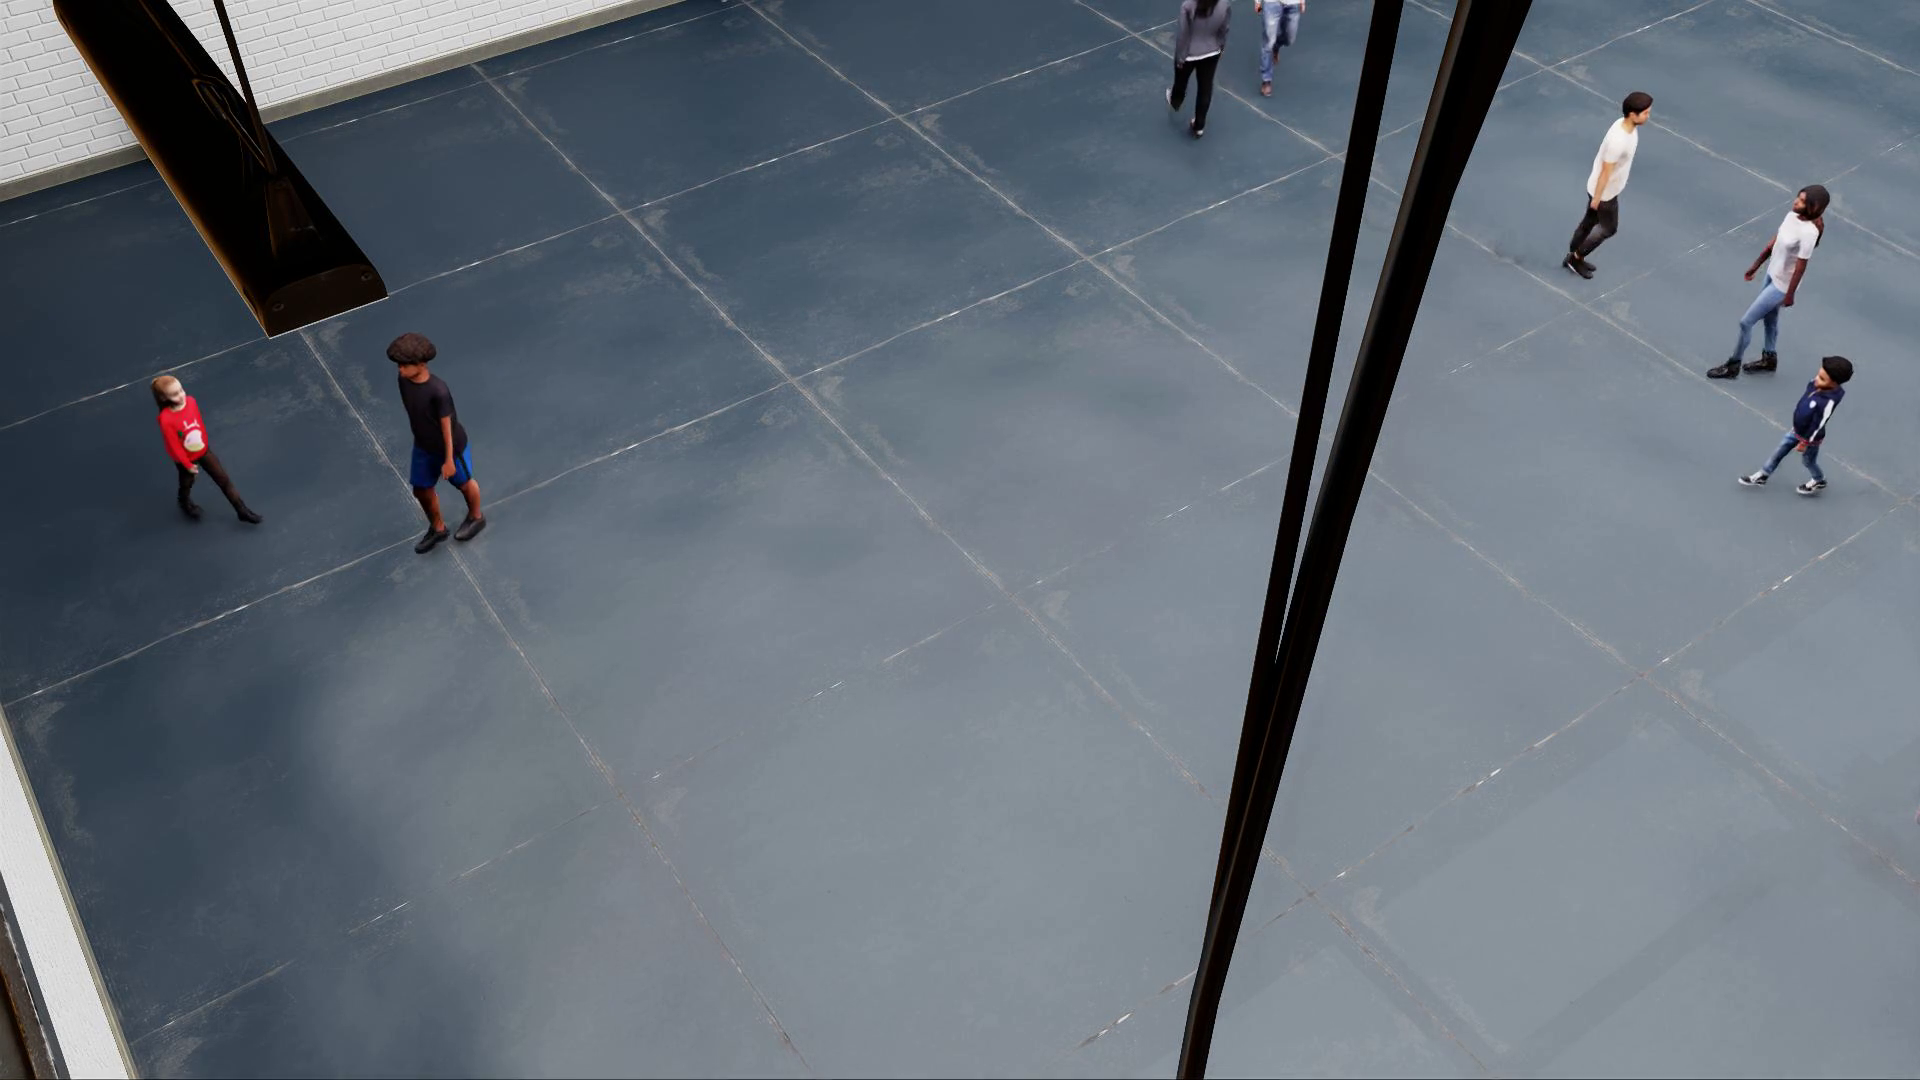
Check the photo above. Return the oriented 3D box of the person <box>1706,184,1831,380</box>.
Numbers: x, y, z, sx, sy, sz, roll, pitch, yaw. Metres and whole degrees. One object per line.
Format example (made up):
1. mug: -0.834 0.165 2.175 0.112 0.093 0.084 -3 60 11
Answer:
1. person: 6.389 -1.972 12.808 0.921 1.699 0.845 4 44 5

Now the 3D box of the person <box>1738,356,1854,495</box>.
1. person: 6.150 -0.799 11.937 0.923 1.201 0.813 1 44 1

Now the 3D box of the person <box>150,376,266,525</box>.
1. person: -5.457 -0.620 11.712 0.829 1.253 0.919 19 47 19

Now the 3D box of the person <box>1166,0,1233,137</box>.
1. person: 2.255 -4.540 15.601 1.022 1.564 0.989 -7 44 -7

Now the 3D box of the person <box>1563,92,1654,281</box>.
1. person: 5.310 -2.983 13.862 0.796 1.709 0.688 17 46 17

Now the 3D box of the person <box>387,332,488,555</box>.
1. person: -3.513 -0.720 11.435 0.785 1.780 0.886 19 47 19

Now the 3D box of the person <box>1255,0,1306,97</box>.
1. person: 3.121 -5.302 16.207 1.022 1.832 1.027 0 44 0
